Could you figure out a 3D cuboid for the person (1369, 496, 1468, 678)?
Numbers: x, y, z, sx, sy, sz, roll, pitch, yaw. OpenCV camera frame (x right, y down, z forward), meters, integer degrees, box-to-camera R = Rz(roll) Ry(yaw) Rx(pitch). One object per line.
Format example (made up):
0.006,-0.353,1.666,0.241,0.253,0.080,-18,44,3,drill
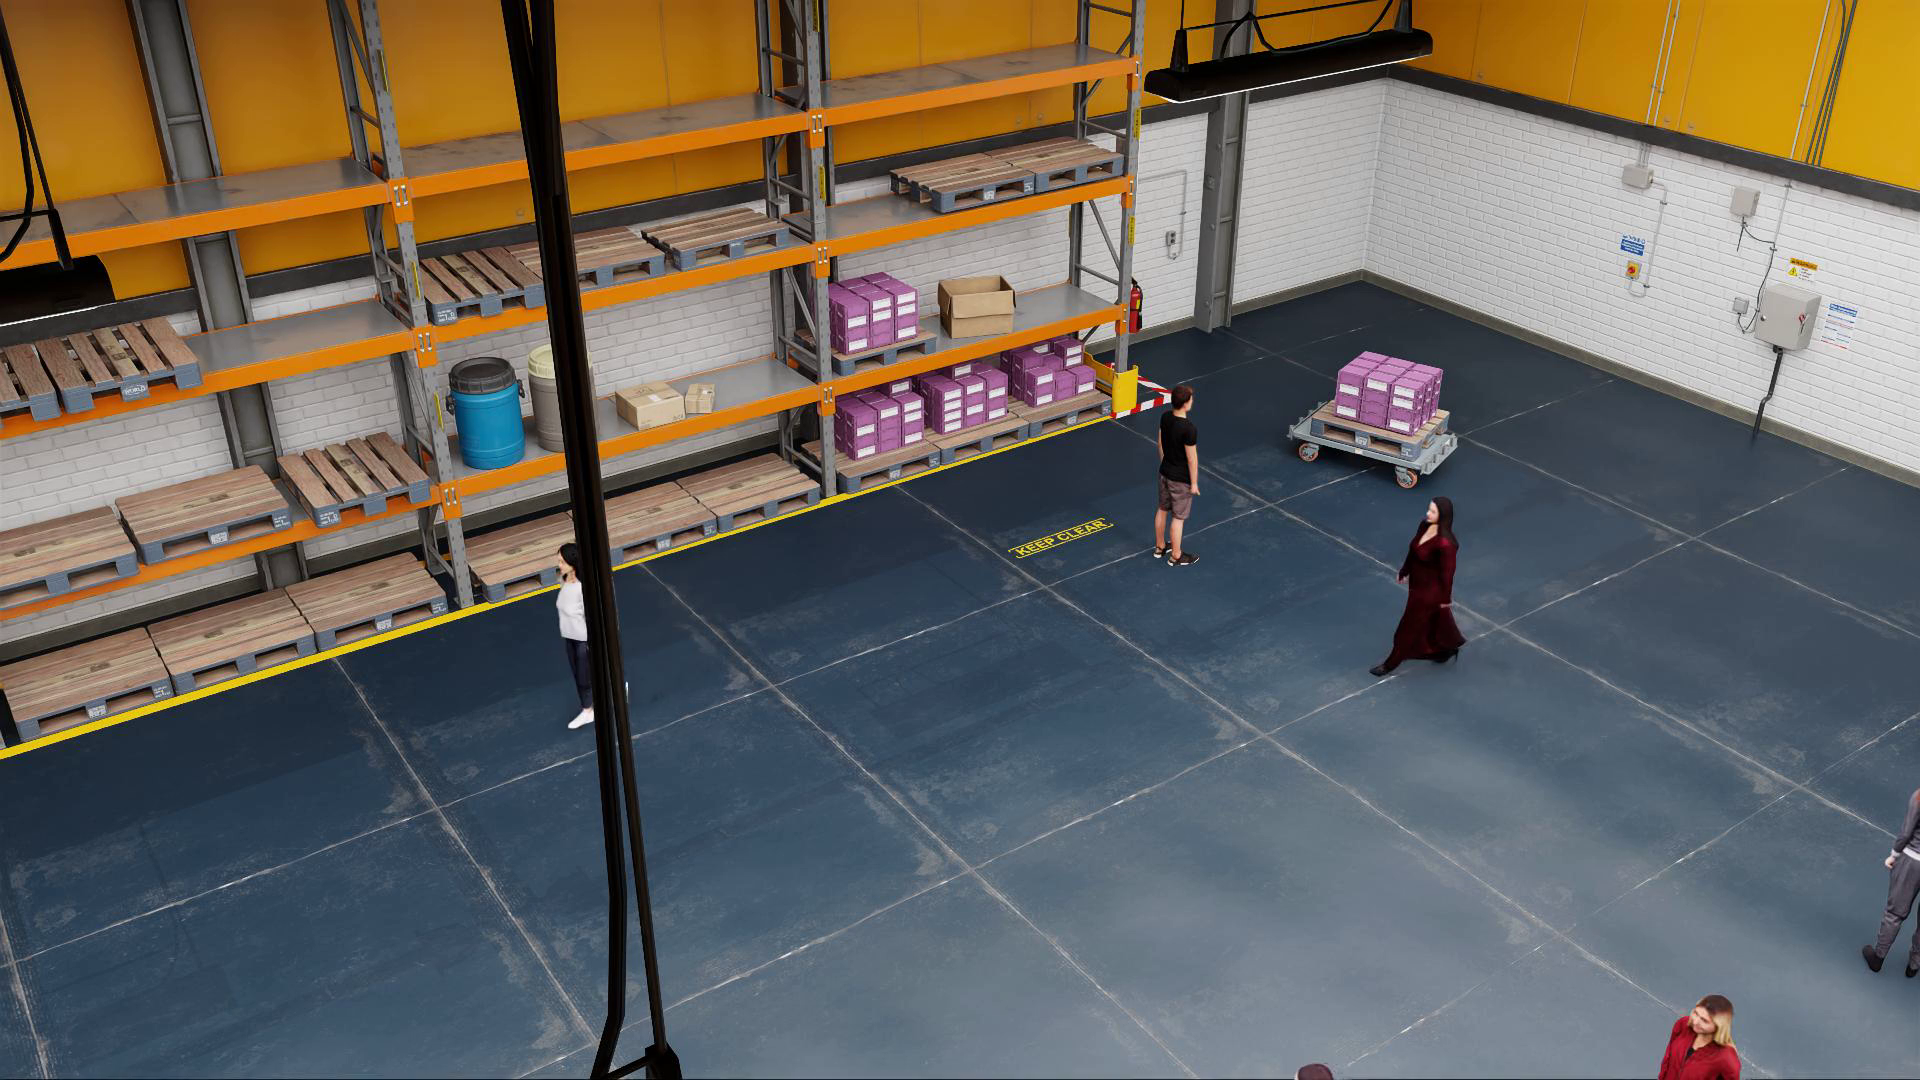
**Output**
4.119,0.413,14.321,1.240,1.702,1.012,-3,29,-6,person

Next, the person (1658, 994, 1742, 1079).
4.154,3.171,9.364,1.103,1.608,0.785,-10,30,-18,person

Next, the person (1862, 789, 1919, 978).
6.408,2.159,11.039,0.657,1.779,0.680,10,30,17,person

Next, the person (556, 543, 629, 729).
-3.042,0.769,13.678,0.820,1.693,0.685,-24,37,-37,person

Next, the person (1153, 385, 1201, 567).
2.084,-0.640,16.085,0.570,1.862,0.683,-17,33,-28,person
